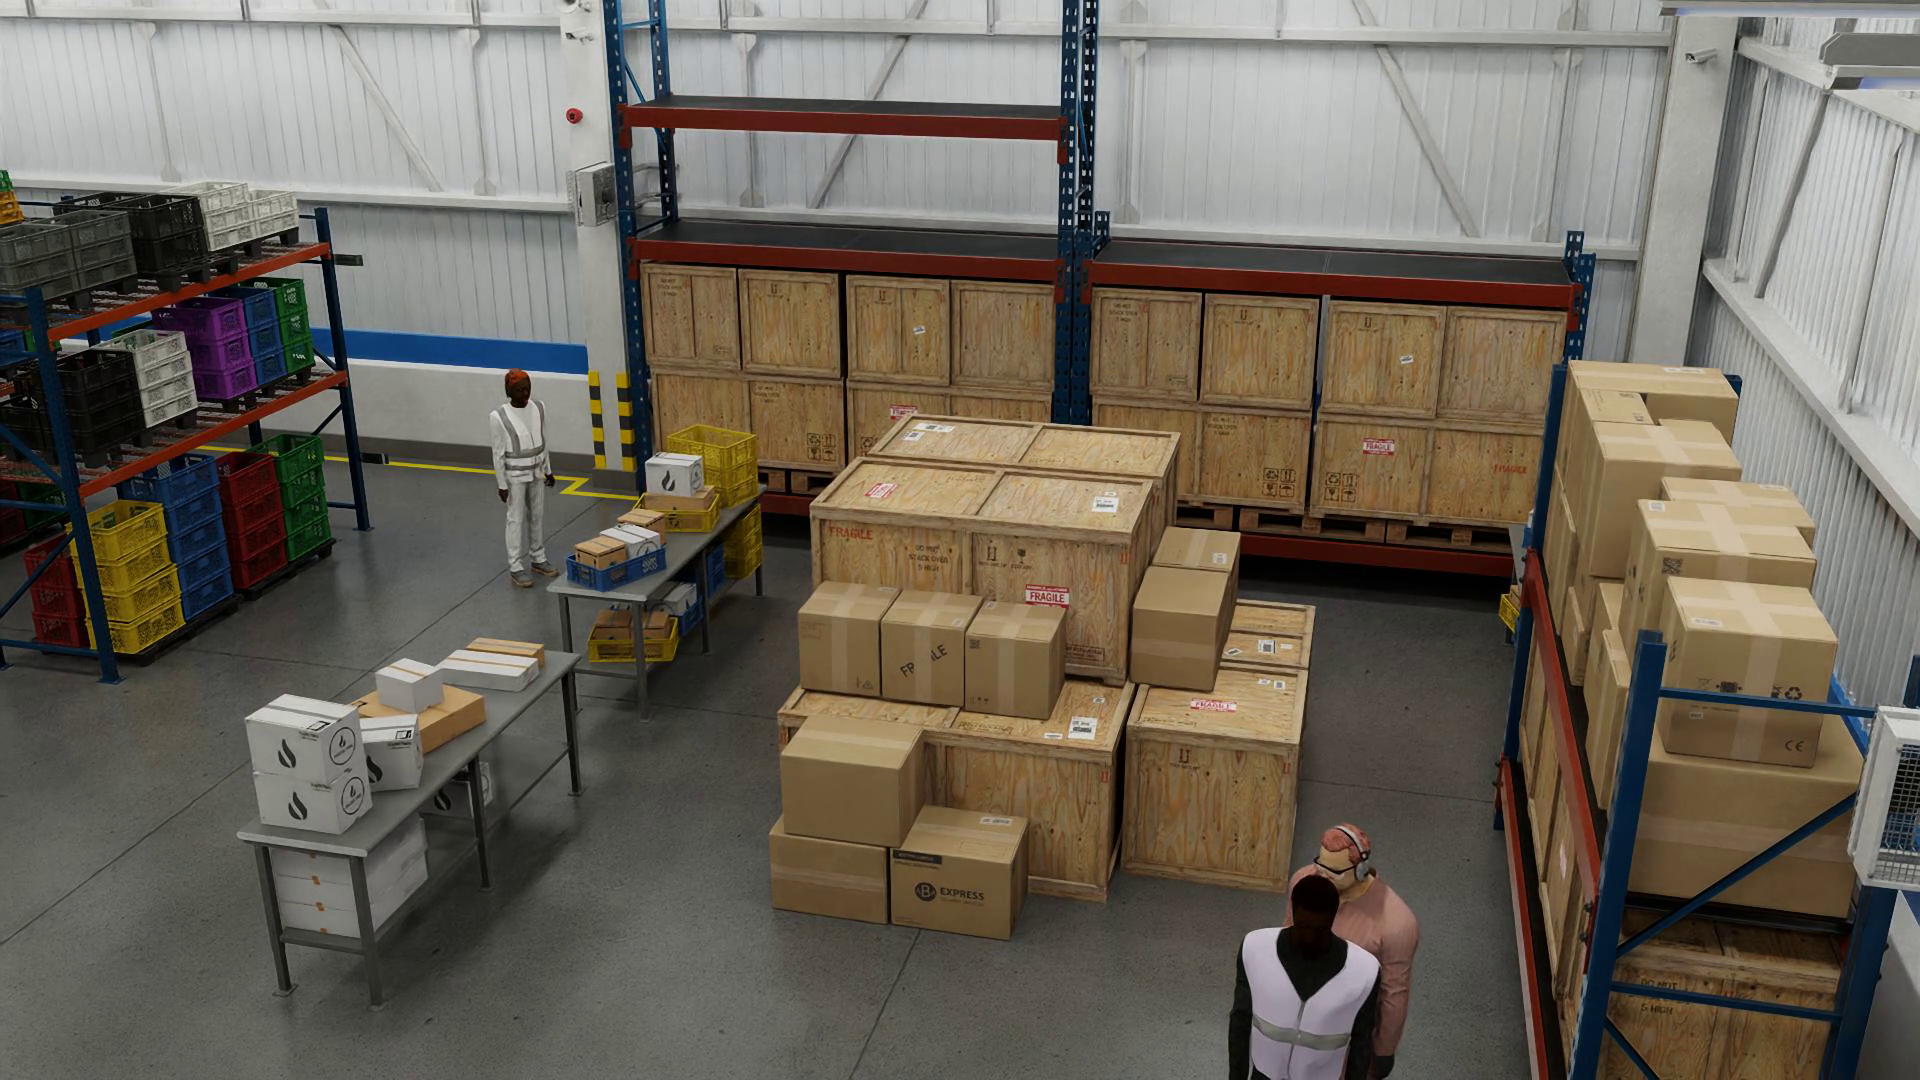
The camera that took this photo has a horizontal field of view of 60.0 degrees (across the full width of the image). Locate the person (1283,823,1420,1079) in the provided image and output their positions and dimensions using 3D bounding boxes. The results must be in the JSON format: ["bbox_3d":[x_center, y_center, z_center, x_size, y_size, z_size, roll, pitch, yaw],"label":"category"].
[{"bbox_3d":[1.647,2.087,7.294,0.397,1.897,0.648,-18,27,-39],"label":"person"}]

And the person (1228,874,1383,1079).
[{"bbox_3d":[1.402,2.219,6.909,0.591,1.921,0.393,5,22,14],"label":"person"}]

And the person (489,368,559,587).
[{"bbox_3d":[-3.716,-0.548,14.197,0.339,1.882,0.581,14,25,33],"label":"person"}]
